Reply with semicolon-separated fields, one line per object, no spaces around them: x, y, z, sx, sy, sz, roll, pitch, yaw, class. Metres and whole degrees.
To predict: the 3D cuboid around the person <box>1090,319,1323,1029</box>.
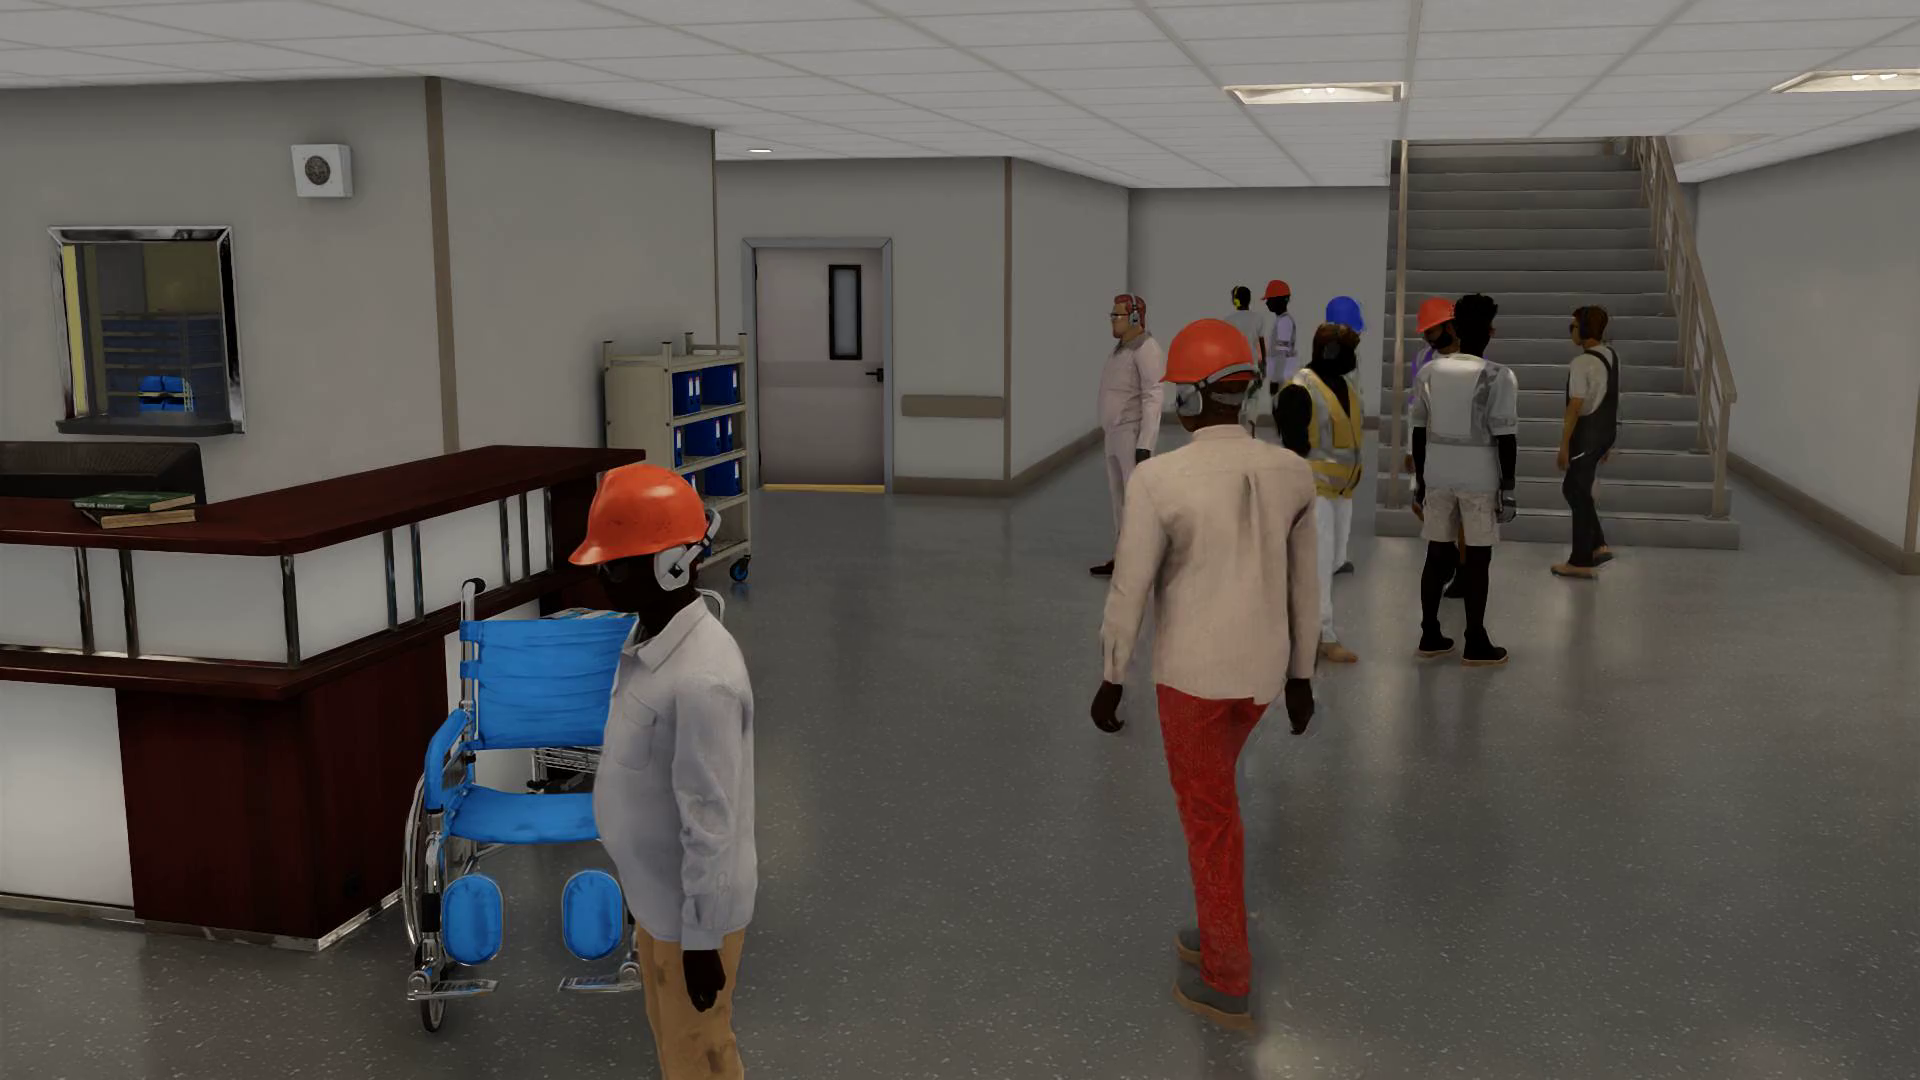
0.674;0.362;4.762;0.617;1.969;0.679;-6;11;-31;person

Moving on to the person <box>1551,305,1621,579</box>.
4.164;-0.648;11.119;0.537;1.835;0.400;-9;13;-43;person

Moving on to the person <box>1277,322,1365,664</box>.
1.904;-0.280;9.046;0.622;1.816;0.746;-9;13;-43;person

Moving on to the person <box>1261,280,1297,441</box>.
3.235;-1.672;16.904;0.396;1.921;0.551;1;10;8;person

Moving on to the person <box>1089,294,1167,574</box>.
1.107;-0.670;11.054;0.409;1.907;0.650;-3;10;-17;person

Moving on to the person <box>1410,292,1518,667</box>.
2.673;-0.318;8.799;0.361;1.964;0.615;-8;13;-40;person

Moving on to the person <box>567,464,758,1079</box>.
-0.603;0.707;3.419;0.352;1.743;0.564;-4;10;-22;person

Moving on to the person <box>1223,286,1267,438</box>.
3.279;-2.001;19.132;0.534;1.826;0.796;1;10;7;person

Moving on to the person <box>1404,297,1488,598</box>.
3.098;-0.579;10.555;0.444;1.903;0.632;-9;13;-43;person
